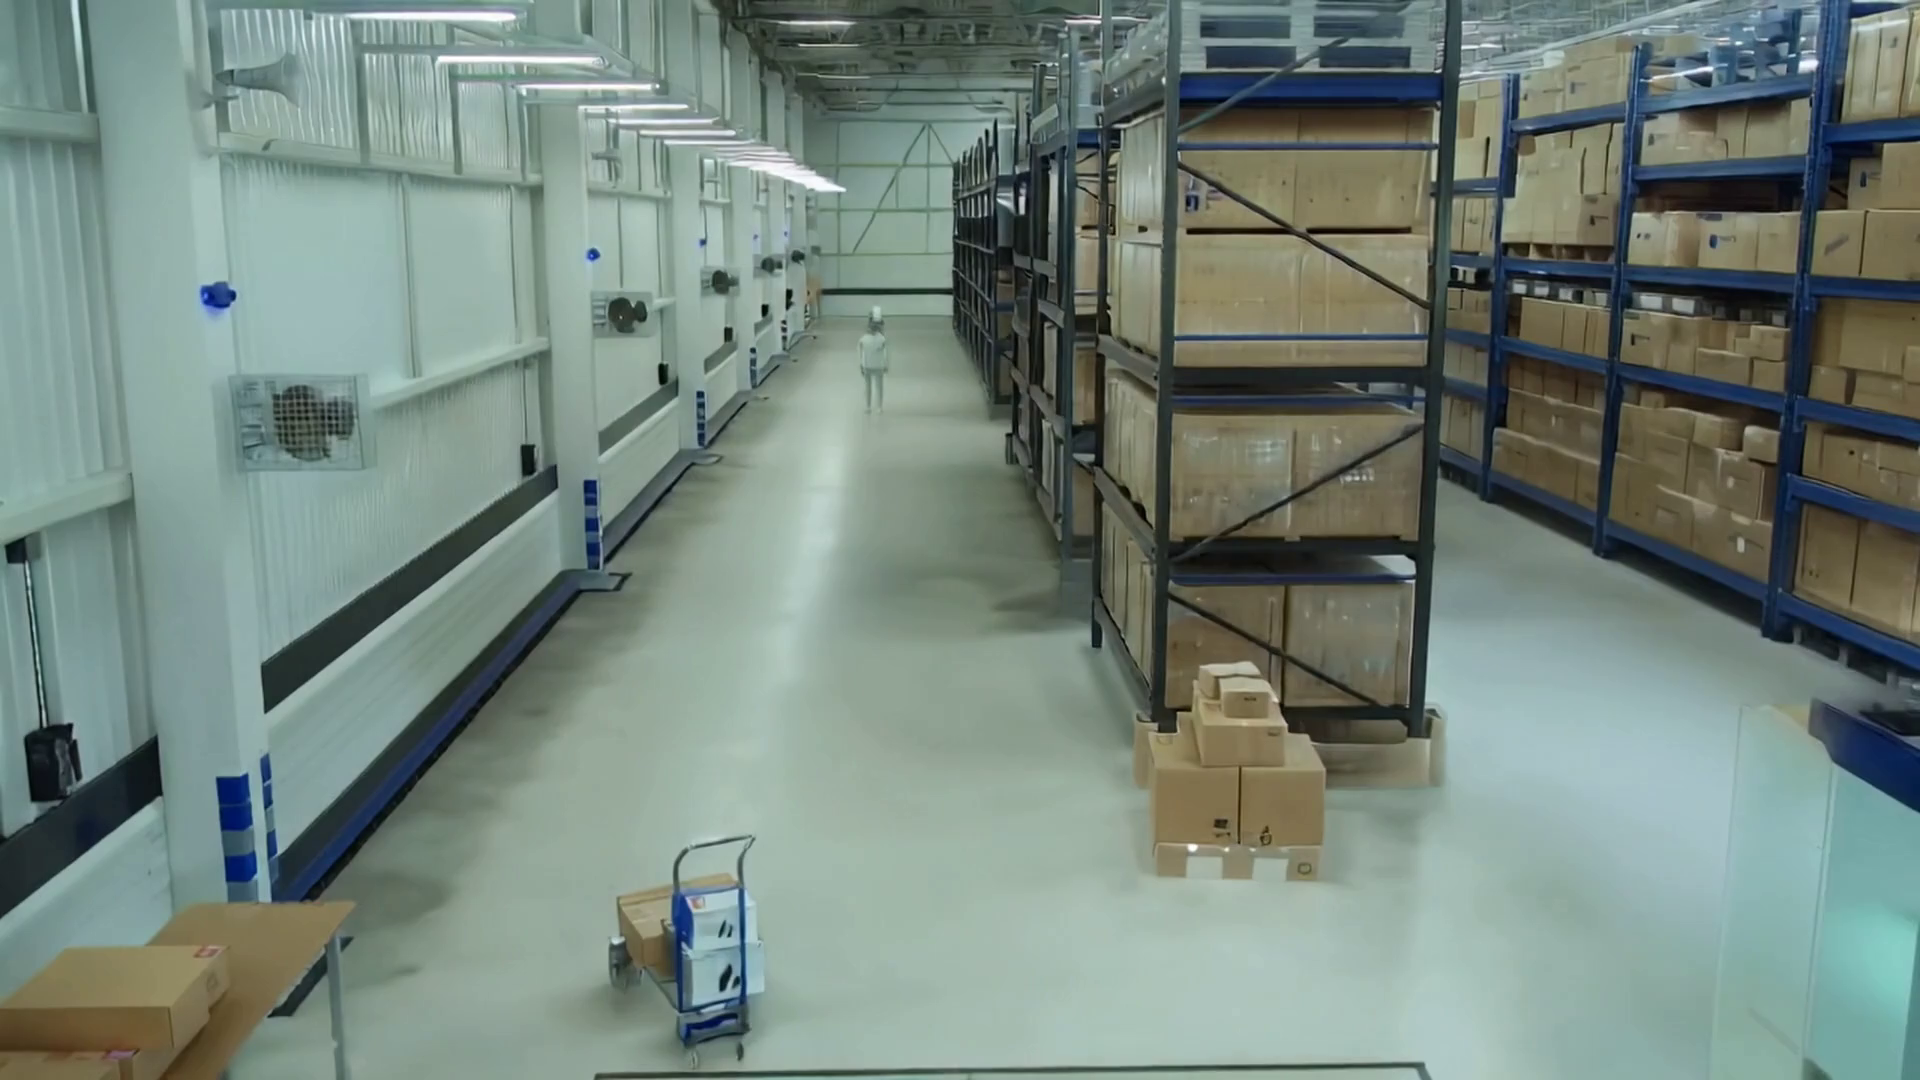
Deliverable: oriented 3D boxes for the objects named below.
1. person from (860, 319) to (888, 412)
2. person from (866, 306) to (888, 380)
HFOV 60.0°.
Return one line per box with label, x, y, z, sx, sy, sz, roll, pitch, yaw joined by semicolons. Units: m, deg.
person;-1.844;-3.725;35.575;0.617;1.988;0.402;0;11;2
person;-2.137;-5.081;42.841;0.595;1.907;0.414;-5;12;-25
